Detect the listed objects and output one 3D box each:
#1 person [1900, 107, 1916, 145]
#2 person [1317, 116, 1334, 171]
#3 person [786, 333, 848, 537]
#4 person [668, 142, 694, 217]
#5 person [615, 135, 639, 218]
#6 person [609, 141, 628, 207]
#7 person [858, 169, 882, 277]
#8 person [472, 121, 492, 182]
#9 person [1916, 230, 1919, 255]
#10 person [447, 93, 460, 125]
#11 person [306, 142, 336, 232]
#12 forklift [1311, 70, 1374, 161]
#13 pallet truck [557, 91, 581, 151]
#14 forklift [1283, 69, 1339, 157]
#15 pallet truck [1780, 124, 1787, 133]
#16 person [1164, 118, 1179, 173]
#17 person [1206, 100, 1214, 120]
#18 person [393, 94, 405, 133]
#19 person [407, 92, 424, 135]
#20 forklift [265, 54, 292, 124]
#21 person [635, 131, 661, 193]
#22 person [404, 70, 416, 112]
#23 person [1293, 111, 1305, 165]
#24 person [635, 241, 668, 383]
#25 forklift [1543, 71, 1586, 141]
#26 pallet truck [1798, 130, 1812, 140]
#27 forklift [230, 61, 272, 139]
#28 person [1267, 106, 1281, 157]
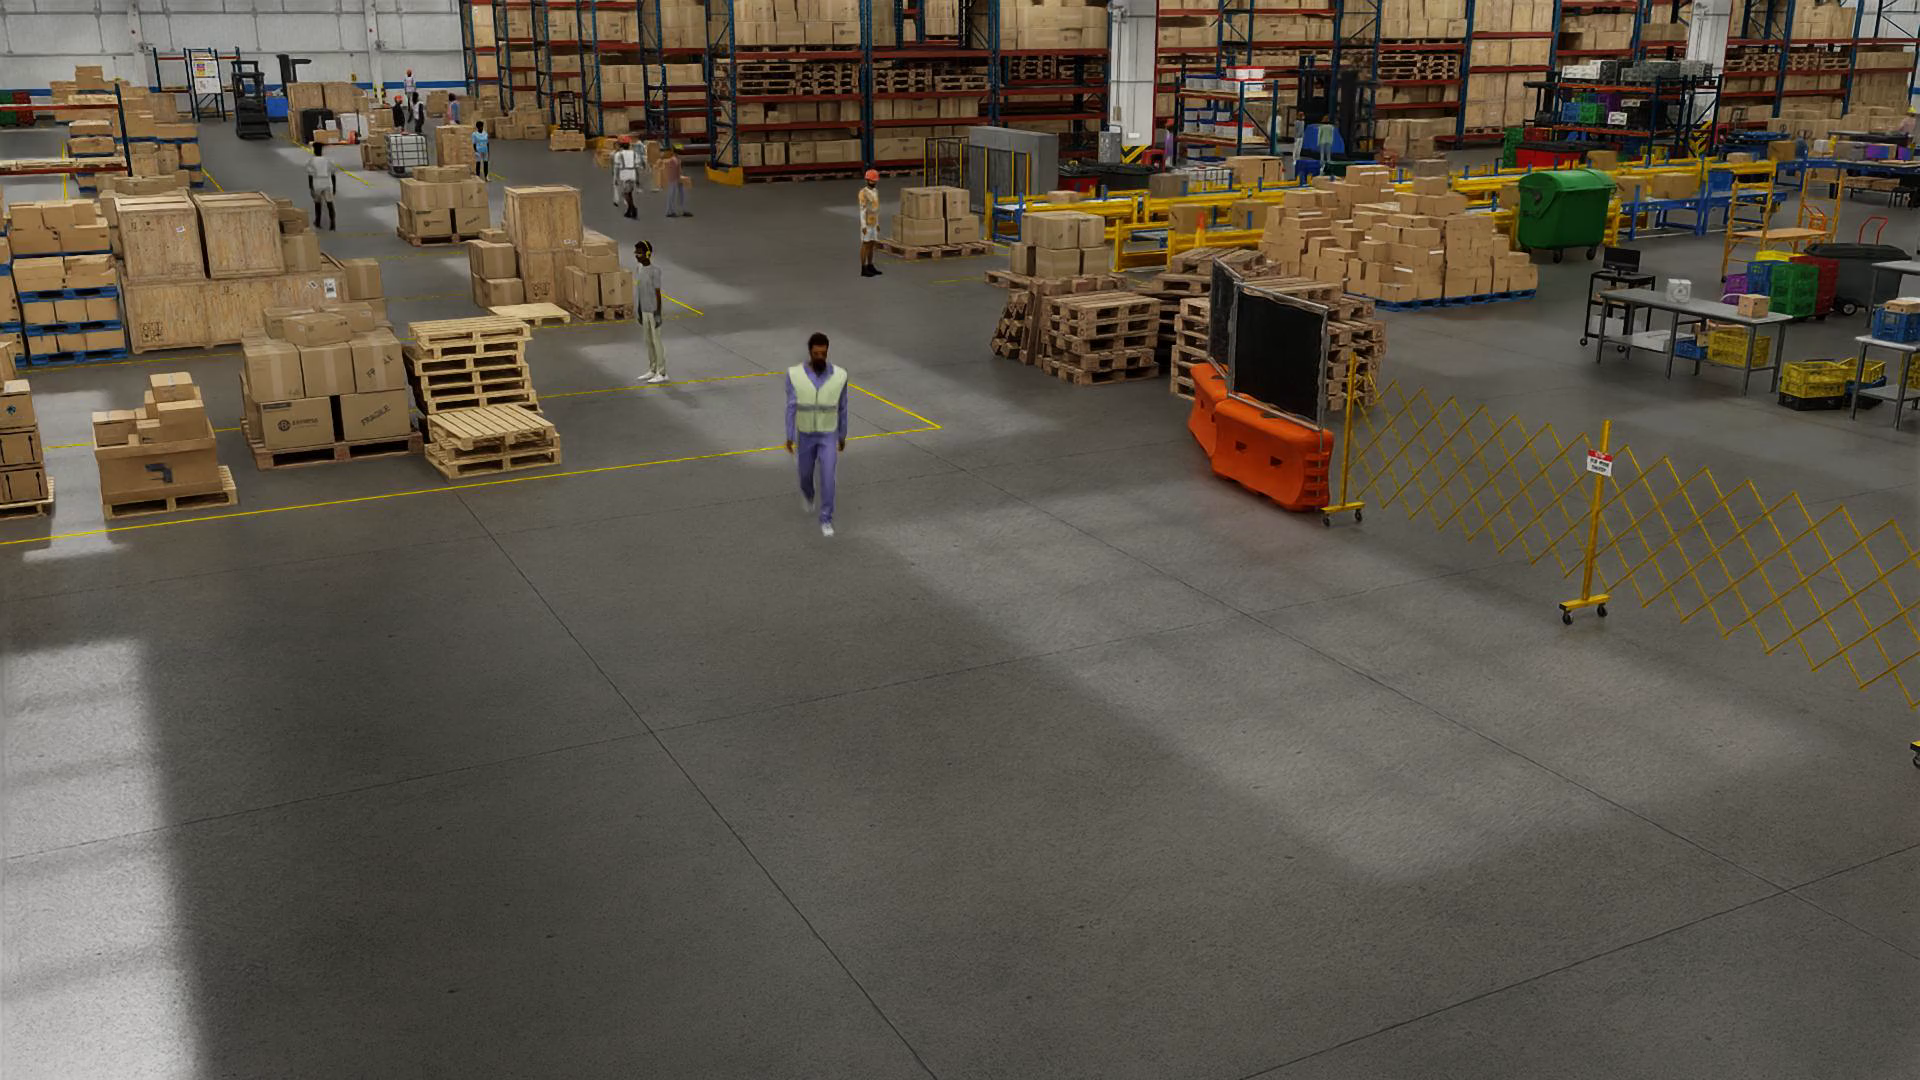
[{"bbox_3d":[29.671,-12.669,52.149,0.527,1.754,0.455,-7,19,-20],"label":"person"},{"bbox_3d":[10.980,-11.926,50.023,0.499,1.634,0.285,-2,18,-8],"label":"person"},{"bbox_3d":[-1.336,-1.033,15.633,0.594,1.896,0.730,-2,18,-6],"label":"person"},{"bbox_3d":[-6.575,-8.416,38.925,0.742,1.723,0.522,3,18,10],"label":"person"},{"bbox_3d":[-7.701,-8.438,38.698,0.545,1.919,0.778,-13,22,-36],"label":"person"},{"bbox_3d":[-8.416,-9.066,41.191,0.511,1.581,0.900,0,18,-1],"label":"person"},{"bbox_3d":[-1.629,-5.804,30.456,0.376,1.933,0.545,9,20,27],"label":"person"},{"bbox_3d":[-13.463,-10.921,46.806,0.320,1.691,0.531,15,23,39],"label":"person"},{"bbox_3d":[19.349,-6.567,32.996,0.590,1.833,0.404,-1,18,-2],"label":"person"},{"bbox_3d":[-18.050,-15.076,59.541,0.650,1.825,0.631,-8,19,-23],"label":"person"},{"bbox_3d":[-14.071,-7.792,36.692,0.620,1.905,1.012,-12,21,-33],"label":"person"},{"bbox_3d":[12.253,-13.450,52.765,1.873,2.768,1.129,8,19,24],"label":"forklift"},{"bbox_3d":[-13.495,-14.412,57.188,0.823,1.965,1.885,-3,18,-9],"label":"pallet truck"},{"bbox_3d":[11.615,-13.871,54.079,1.129,2.768,1.873,-9,20,-27],"label":"forklift"},{"bbox_3d":[25.206,-12.542,52.601,1.601,1.201,0.680,0,18,-2],"label":"pallet truck"},{"bbox_3d":[5.723,-10.371,44.723,0.790,1.911,0.552,-7,19,-21],"label":"person"},{"bbox_3d":[9.655,-16.363,63.774,0.477,1.678,0.542,-17,24,-42],"label":"person"},{"bbox_3d":[-18.505,-13.706,54.991,0.388,1.992,0.625,-12,21,-33],"label":"person"},{"bbox_3d":[-19.140,-14.785,58.525,0.565,1.891,0.703,-16,24,-41],"label":"person"},{"bbox_3d":[-28.519,-19.119,70.438,1.873,2.768,1.129,-9,20,-26],"label":"forklift"},{"bbox_3d":[-8.310,-9.995,44.035,0.785,1.601,0.536,4,18,11],"label":"person"},{"bbox_3d":[-25.742,-21.039,77.944,0.553,1.935,0.364,-1,18,-2],"label":"person"},{"bbox_3d":[10.612,-12.559,51.994,0.280,1.636,0.500,16,24,40],"label":"person"},{"bbox_3d":[-4.073,-2.989,21.807,0.500,1.861,0.328,17,24,42],"label":"person"},{"bbox_3d":[18.685,-13.231,52.085,1.873,2.768,1.129,-9,20,-26],"label":"forklift"},{"bbox_3d":[25.526,-11.556,49.408,1.630,1.274,0.653,-9,20,-26],"label":"pallet truck"},{"bbox_3d":[-26.770,-16.604,62.599,1.129,2.768,1.873,-9,20,-27],"label":"forklift"},{"bbox_3d":[10.095,-13.041,53.340,0.536,1.736,0.549,-9,20,-25],"label":"person"}]
